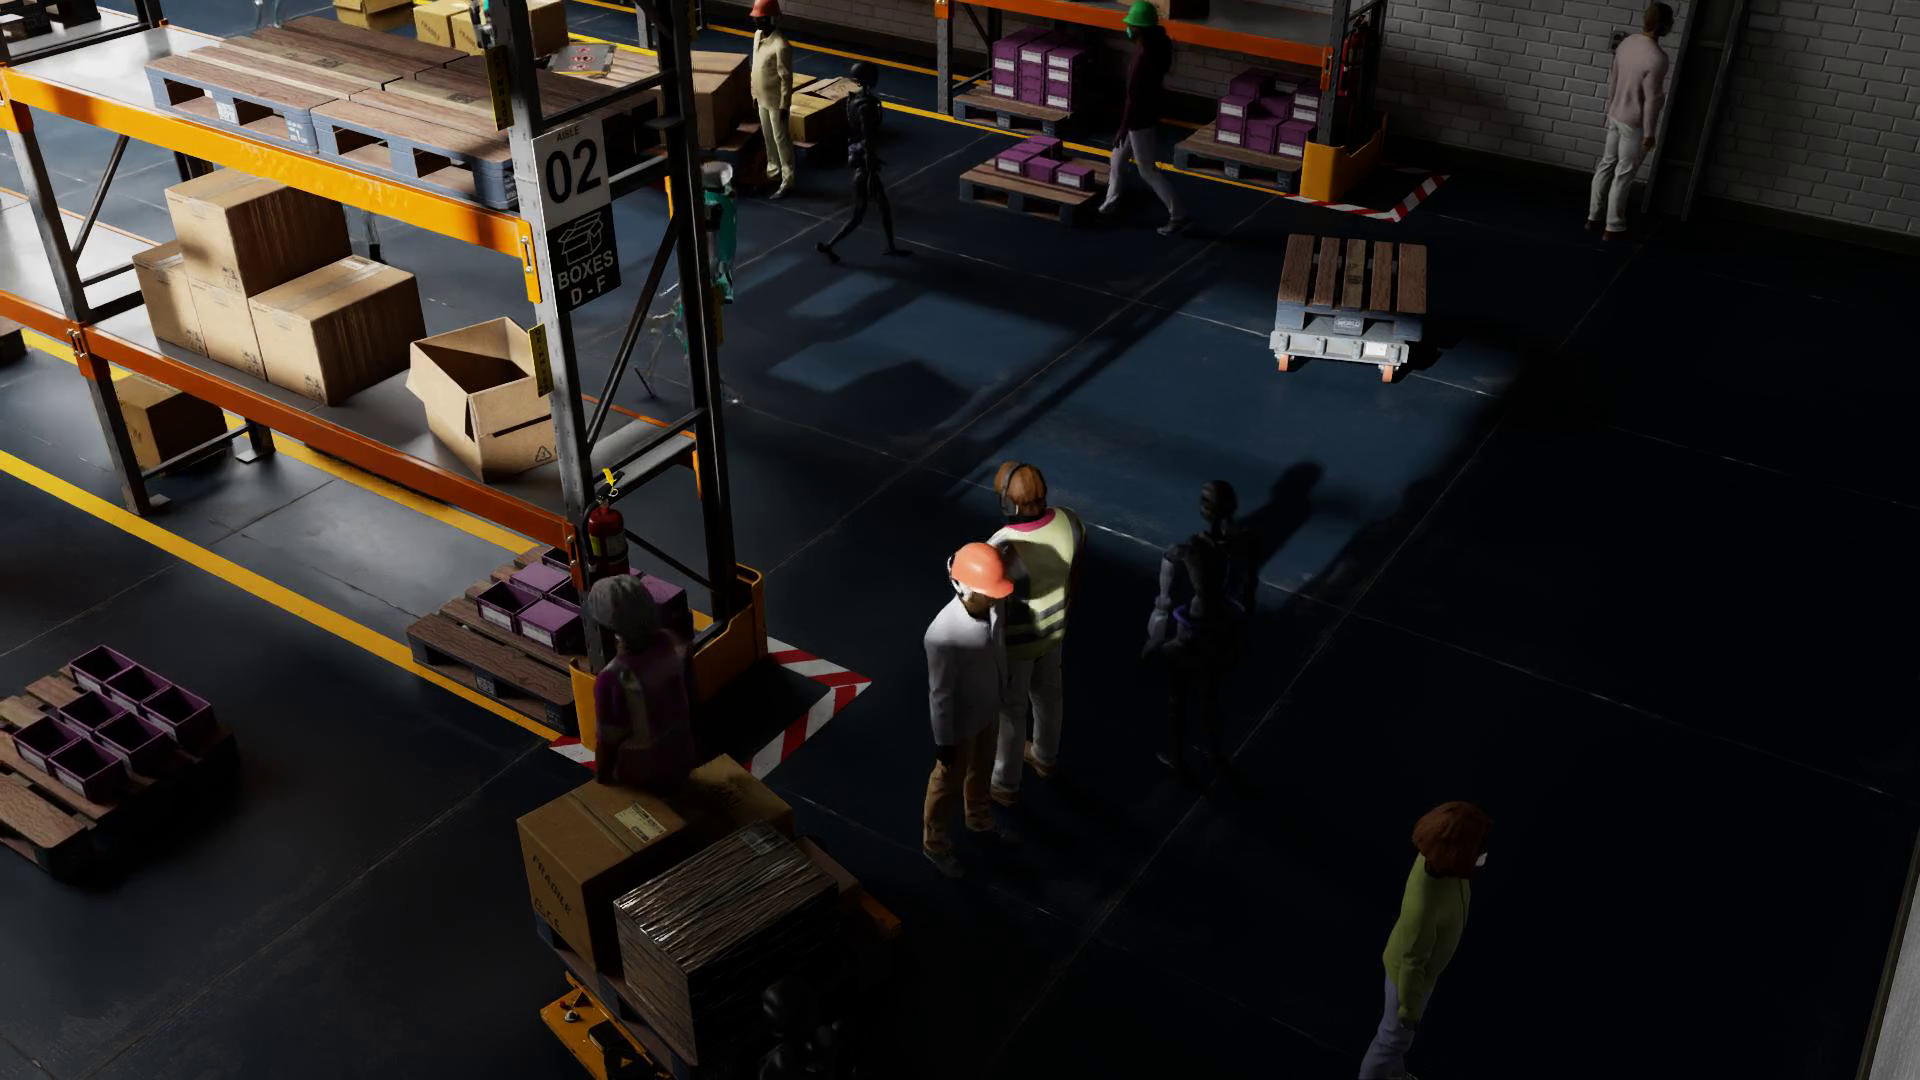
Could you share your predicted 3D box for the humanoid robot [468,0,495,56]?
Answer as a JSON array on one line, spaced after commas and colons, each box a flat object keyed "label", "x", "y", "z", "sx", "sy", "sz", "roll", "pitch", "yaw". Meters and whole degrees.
[{"label": "humanoid robot", "x": -4.318, "y": -4.665, "z": 15.681, "sx": 0.590, "sy": 1.764, "sz": 0.774, "roll": -9, "pitch": 34, "yaw": -14}]

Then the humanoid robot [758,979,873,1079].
[{"label": "humanoid robot", "x": -0.451, "y": 2.089, "z": 5.369, "sx": 0.429, "sy": 1.643, "sz": 0.630, "roll": 27, "pitch": 42, "yaw": 35}]

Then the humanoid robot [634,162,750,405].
[{"label": "humanoid robot", "x": -1.908, "y": -1.681, "z": 11.145, "sx": 0.967, "sy": 1.770, "sz": 0.536, "roll": 4, "pitch": 33, "yaw": 5}]

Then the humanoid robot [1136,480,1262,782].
[{"label": "humanoid robot", "x": 1.138, "y": 0.447, "z": 7.892, "sx": 0.589, "sy": 1.652, "sz": 0.327, "roll": -14, "pitch": 36, "yaw": -20}]

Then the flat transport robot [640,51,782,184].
[{"label": "flat transport robot", "x": -2.307, "y": -3.502, "z": 15.256, "sx": 1.431, "sy": 0.231, "sz": 0.659, "roll": 7, "pitch": 34, "yaw": 10}]

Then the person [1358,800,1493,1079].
[{"label": "person", "x": 1.717, "y": 1.590, "z": 6.184, "sx": 0.281, "sy": 1.624, "sz": 0.492, "roll": 15, "pitch": 36, "yaw": 22}]

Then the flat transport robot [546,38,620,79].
[{"label": "flat transport robot", "x": -3.980, "y": -4.997, "z": 17.554, "sx": 0.659, "sy": 0.231, "sz": 1.431, "roll": -3, "pitch": 33, "yaw": -4}]

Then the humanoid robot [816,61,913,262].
[{"label": "humanoid robot", "x": -0.785, "y": -3.001, "z": 13.249, "sx": 0.795, "sy": 1.636, "sz": 0.600, "roll": -2, "pitch": 33, "yaw": -4}]

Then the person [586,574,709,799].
[{"label": "person", "x": -1.299, "y": 0.925, "z": 7.018, "sx": 0.490, "sy": 1.831, "sz": 0.548, "roll": 20, "pitch": 38, "yaw": 28}]

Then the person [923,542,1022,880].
[{"label": "person", "x": 0.051, "y": 0.739, "z": 7.391, "sx": 0.381, "sy": 1.748, "sz": 0.578, "roll": 17, "pitch": 37, "yaw": 25}]

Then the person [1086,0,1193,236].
[{"label": "person", "x": 1.526, "y": -3.454, "z": 13.676, "sx": 0.959, "sy": 1.907, "sz": 0.494, "roll": 8, "pitch": 34, "yaw": 13}]

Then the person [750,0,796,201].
[{"label": "person", "x": -1.638, "y": -3.838, "z": 14.406, "sx": 0.320, "sy": 1.755, "sz": 0.570, "roll": -20, "pitch": 38, "yaw": -27}]

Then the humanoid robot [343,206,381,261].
[{"label": "humanoid robot", "x": -4.949, "y": -3.100, "z": 13.303, "sx": 0.544, "sy": 1.770, "sz": 0.946, "roll": -20, "pitch": 38, "yaw": -28}]

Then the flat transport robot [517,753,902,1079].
[{"label": "flat transport robot", "x": -0.999, "y": 1.806, "z": 7.097, "sx": 1.431, "sy": 0.231, "sz": 0.659, "roll": -26, "pitch": 41, "yaw": -34}]

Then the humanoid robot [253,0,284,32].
[{"label": "humanoid robot", "x": -7.803, "y": -6.448, "z": 18.491, "sx": 0.541, "sy": 1.837, "sz": 0.746, "roll": -28, "pitch": 42, "yaw": -36}]

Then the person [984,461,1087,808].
[{"label": "person", "x": 0.278, "y": 0.440, "z": 7.760, "sx": 0.623, "sy": 1.840, "sz": 0.429, "roll": -27, "pitch": 42, "yaw": -35}]

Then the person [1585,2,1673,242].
[{"label": "person", "x": 5.489, "y": -3.410, "z": 13.585, "sx": 0.370, "sy": 1.940, "sz": 0.627, "roll": -6, "pitch": 34, "yaw": -9}]
